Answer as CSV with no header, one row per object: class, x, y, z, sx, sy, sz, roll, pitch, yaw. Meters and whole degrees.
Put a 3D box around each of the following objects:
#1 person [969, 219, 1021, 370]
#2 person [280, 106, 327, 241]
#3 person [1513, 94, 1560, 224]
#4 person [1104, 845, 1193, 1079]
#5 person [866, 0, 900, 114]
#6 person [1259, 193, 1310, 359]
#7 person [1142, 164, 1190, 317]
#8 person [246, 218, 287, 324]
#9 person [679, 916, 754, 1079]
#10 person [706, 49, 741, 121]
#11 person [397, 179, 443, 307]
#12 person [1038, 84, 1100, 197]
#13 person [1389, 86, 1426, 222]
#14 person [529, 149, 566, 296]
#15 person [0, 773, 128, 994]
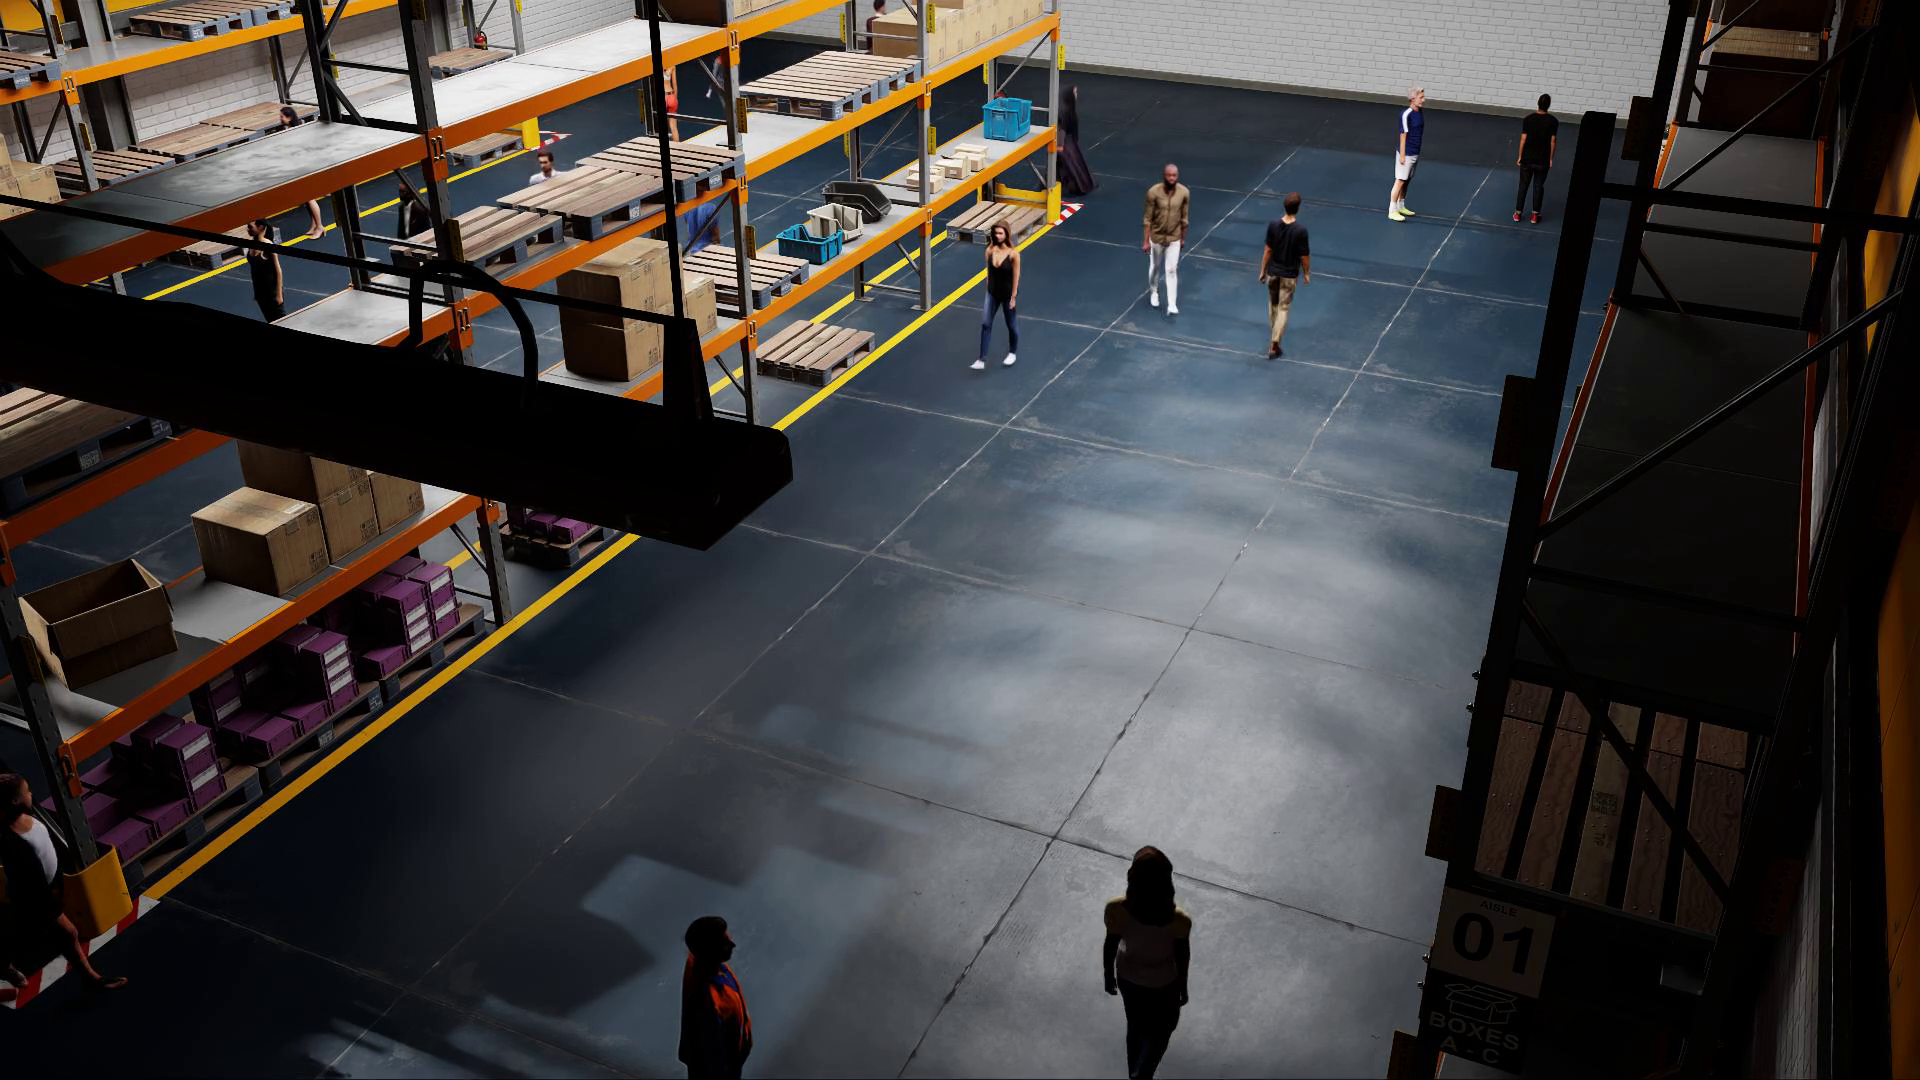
person,0.506,-2.716,18.286,0.614,1.691,0.922,15,32,25
person,-8.795,-4.902,22.212,0.814,1.769,0.782,-16,33,-27
person,7.915,-5.248,22.857,0.617,1.758,0.560,12,31,21
person,0.982,2.410,8.867,0.708,1.711,0.853,8,30,14
person,-1.341,-8.198,28.156,0.717,1.863,0.658,19,34,31
person,3.558,-2.910,18.496,0.706,1.830,0.948,15,32,26
person,2.416,-3.607,19.822,1.075,1.784,1.277,-1,29,-2
person,-7.591,-2.747,18.304,0.586,1.729,0.554,15,32,26
person,-1.221,2.615,8.334,0.857,1.863,0.756,-5,29,-9
person,-3.567,-6.876,25.876,0.848,1.726,1.175,22,35,34
person,-6.187,-3.309,19.278,0.838,1.782,0.965,24,37,37
person,1.460,-5.745,23.935,0.842,1.600,1.119,6,29,10
person,6.196,-5.361,22.982,0.744,1.838,0.563,20,35,33
person,-4.905,-3.867,20.254,0.832,1.827,0.853,-1,29,-1
person,-5.500,2.045,9.735,0.962,1.521,1.055,-1,29,-2
